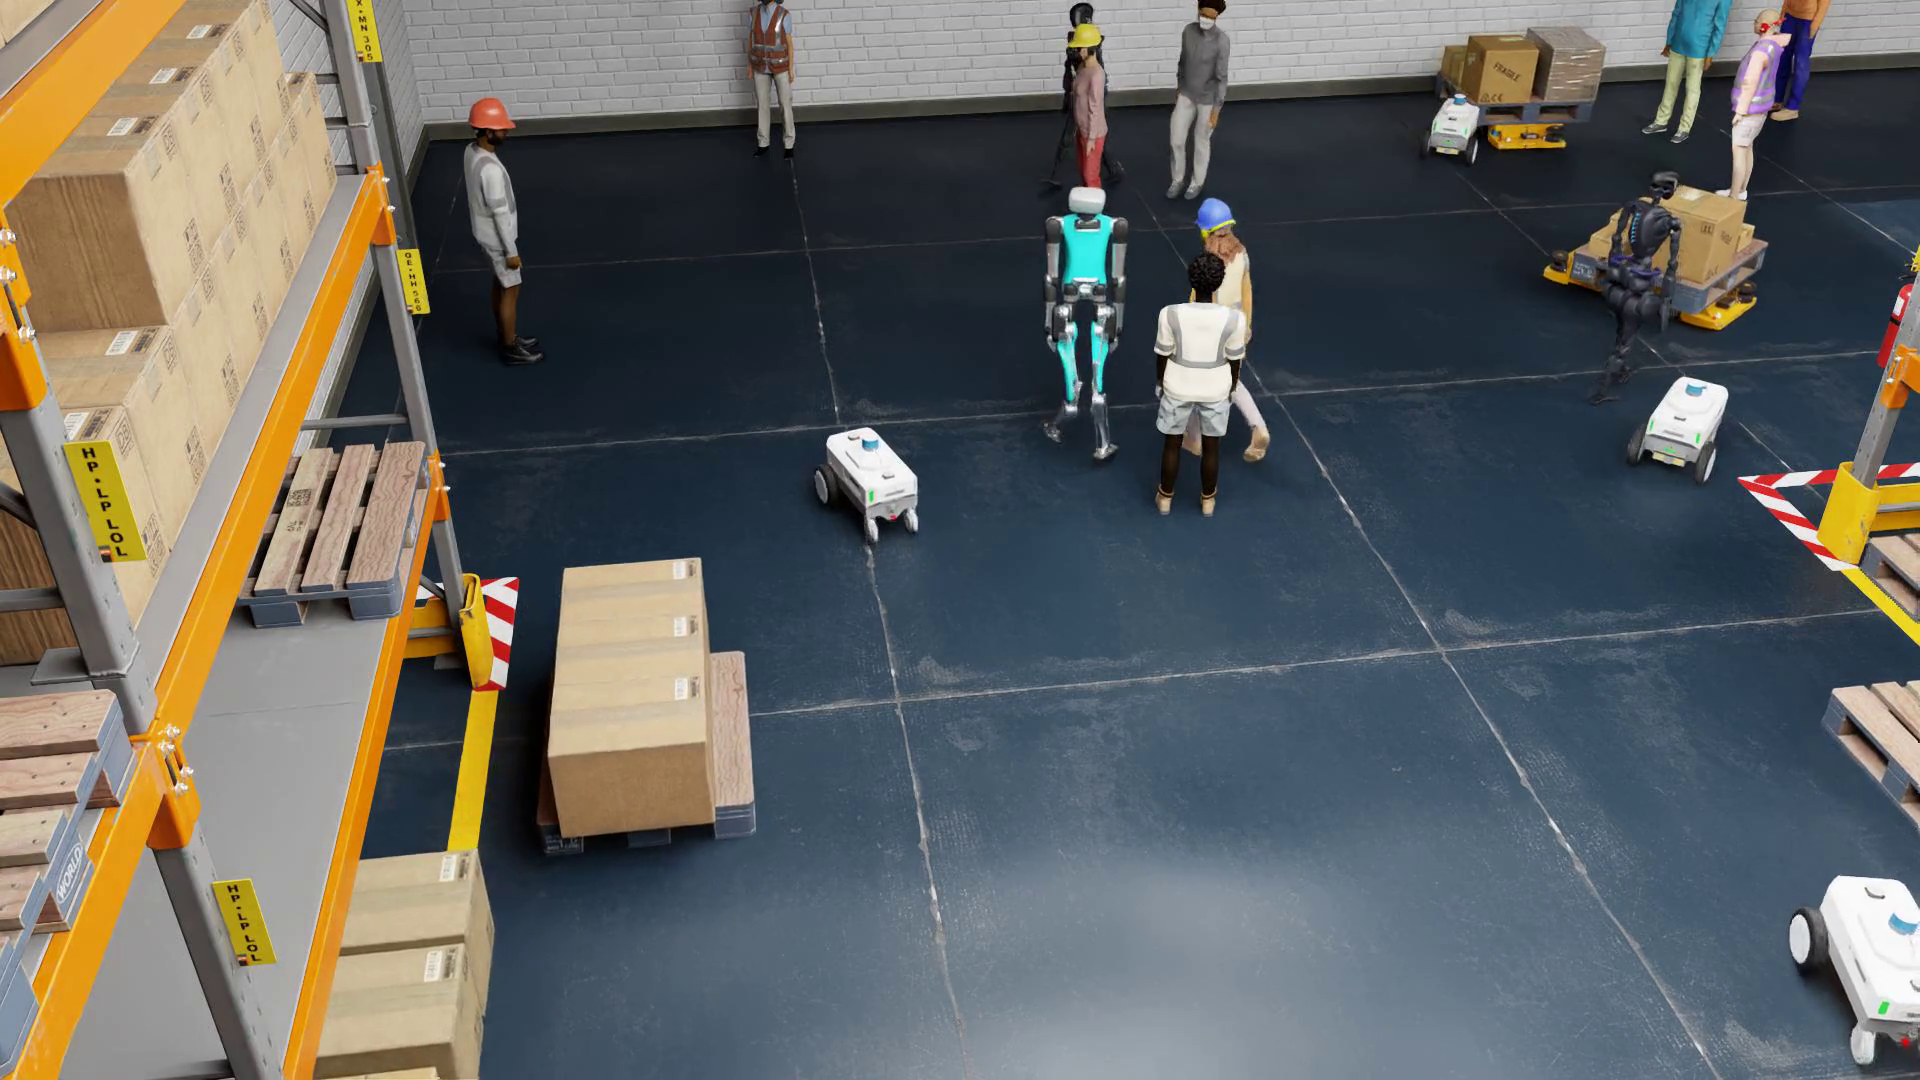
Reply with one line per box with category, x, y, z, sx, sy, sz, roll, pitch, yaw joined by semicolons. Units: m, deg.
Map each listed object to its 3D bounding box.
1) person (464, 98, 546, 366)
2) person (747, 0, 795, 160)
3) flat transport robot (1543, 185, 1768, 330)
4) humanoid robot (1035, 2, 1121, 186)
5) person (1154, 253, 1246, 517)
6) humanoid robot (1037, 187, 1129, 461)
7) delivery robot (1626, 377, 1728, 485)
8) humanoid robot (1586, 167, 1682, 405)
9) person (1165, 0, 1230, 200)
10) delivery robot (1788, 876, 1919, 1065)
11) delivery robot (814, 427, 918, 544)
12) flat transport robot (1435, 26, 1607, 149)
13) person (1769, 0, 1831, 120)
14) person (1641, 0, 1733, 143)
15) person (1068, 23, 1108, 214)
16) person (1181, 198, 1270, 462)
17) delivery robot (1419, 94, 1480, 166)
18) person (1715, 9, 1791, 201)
person;-3.193;-2.134;11.613;0.387;1.924;0.547;-16;37;-23
person;-1.716;-4.320;15.169;0.442;1.690;0.315;8;34;11
flat transport robot;5.362;-2.011;12.934;1.431;0.231;0.659;28;42;36
humanoid robot;1.089;-3.851;14.514;0.792;1.628;0.609;-17;37;-24
person;1.409;-0.902;9.930;0.533;1.693;0.320;4;33;6
humanoid robot;0.769;-1.254;10.451;0.557;1.754;0.868;1;33;1
delivery robot;4.682;-0.756;10.737;0.499;0.581;0.774;21;38;28
humanoid robot;4.607;-1.726;11.214;0.629;1.641;0.601;-14;36;-20
person;2.054;-3.777;14.181;0.577;1.861;0.518;23;40;31
delivery robot;3.837;1.747;6.905;0.499;0.585;0.765;3;33;5
delivery robot;-0.550;-0.381;10.182;0.499;0.602;0.801;-15;36;-22
flat transport robot;5.324;-4.124;16.172;0.659;0.231;1.431;-2;33;-3
person;8.137;-5.079;16.084;0.401;1.973;0.515;-11;35;-16
person;6.836;-4.623;15.584;0.332;1.743;0.559;-19;38;-27
person;1.028;-3.338;13.606;0.333;1.756;0.515;-6;34;-9
person;1.686;-1.249;10.407;0.499;1.740;0.686;-20;38;-28
delivery robot;4.586;-3.825;15.461;0.522;0.604;0.776;14;36;20
person;6.728;-3.665;14.173;0.357;1.684;0.486;22;39;30
